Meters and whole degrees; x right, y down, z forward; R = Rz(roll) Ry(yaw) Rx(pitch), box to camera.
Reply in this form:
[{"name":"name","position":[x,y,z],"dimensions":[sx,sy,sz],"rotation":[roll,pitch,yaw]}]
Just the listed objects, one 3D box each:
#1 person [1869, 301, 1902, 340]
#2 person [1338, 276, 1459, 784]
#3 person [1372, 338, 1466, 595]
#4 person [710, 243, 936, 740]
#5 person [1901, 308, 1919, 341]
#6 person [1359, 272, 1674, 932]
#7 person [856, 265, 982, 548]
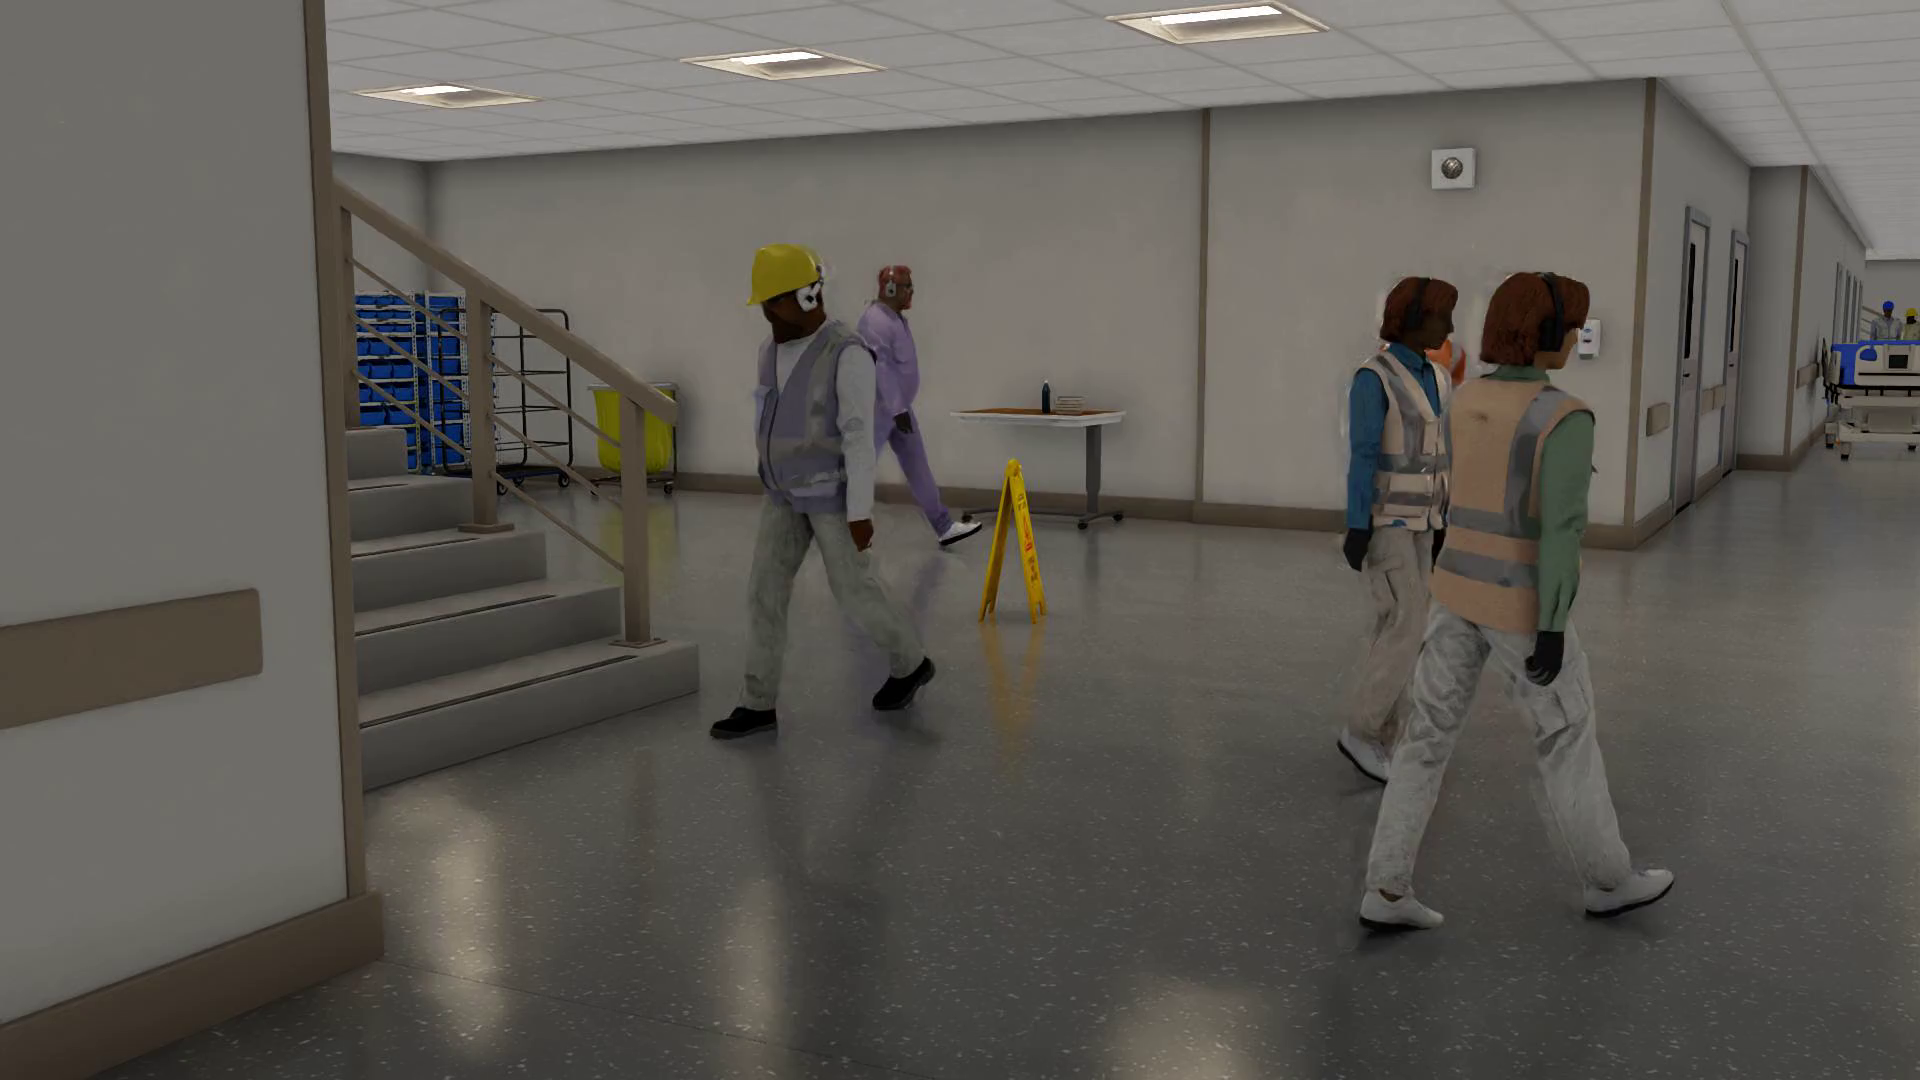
[{"name":"person","position":[19.249,-3.990,34.604],"dimensions":[0.612,1.947,0.388],"rotation":[1,8,10]},{"name":"person","position":[1.447,-0.034,5.377],"dimensions":[0.394,1.621,0.527],"rotation":[7,10,43]},{"name":"person","position":[2.445,-0.526,8.901],"dimensions":[0.541,1.700,0.316],"rotation":[-3,8,-20]},{"name":"person","position":[-0.484,-0.188,6.072],"dimensions":[0.655,1.769,0.904],"rotation":[7,10,44]},{"name":"person","position":[20.709,-4.136,36.234],"dimensions":[0.405,1.823,0.590],"rotation":[-3,8,-23]},{"name":"person","position":[1.337,0.161,4.009],"dimensions":[0.854,1.593,0.526],"rotation":[-3,8,-23]},{"name":"person","position":[-0.412,-0.855,10.854],"dimensions":[1.023,1.852,0.648],"rotation":[2,8,17]}]
